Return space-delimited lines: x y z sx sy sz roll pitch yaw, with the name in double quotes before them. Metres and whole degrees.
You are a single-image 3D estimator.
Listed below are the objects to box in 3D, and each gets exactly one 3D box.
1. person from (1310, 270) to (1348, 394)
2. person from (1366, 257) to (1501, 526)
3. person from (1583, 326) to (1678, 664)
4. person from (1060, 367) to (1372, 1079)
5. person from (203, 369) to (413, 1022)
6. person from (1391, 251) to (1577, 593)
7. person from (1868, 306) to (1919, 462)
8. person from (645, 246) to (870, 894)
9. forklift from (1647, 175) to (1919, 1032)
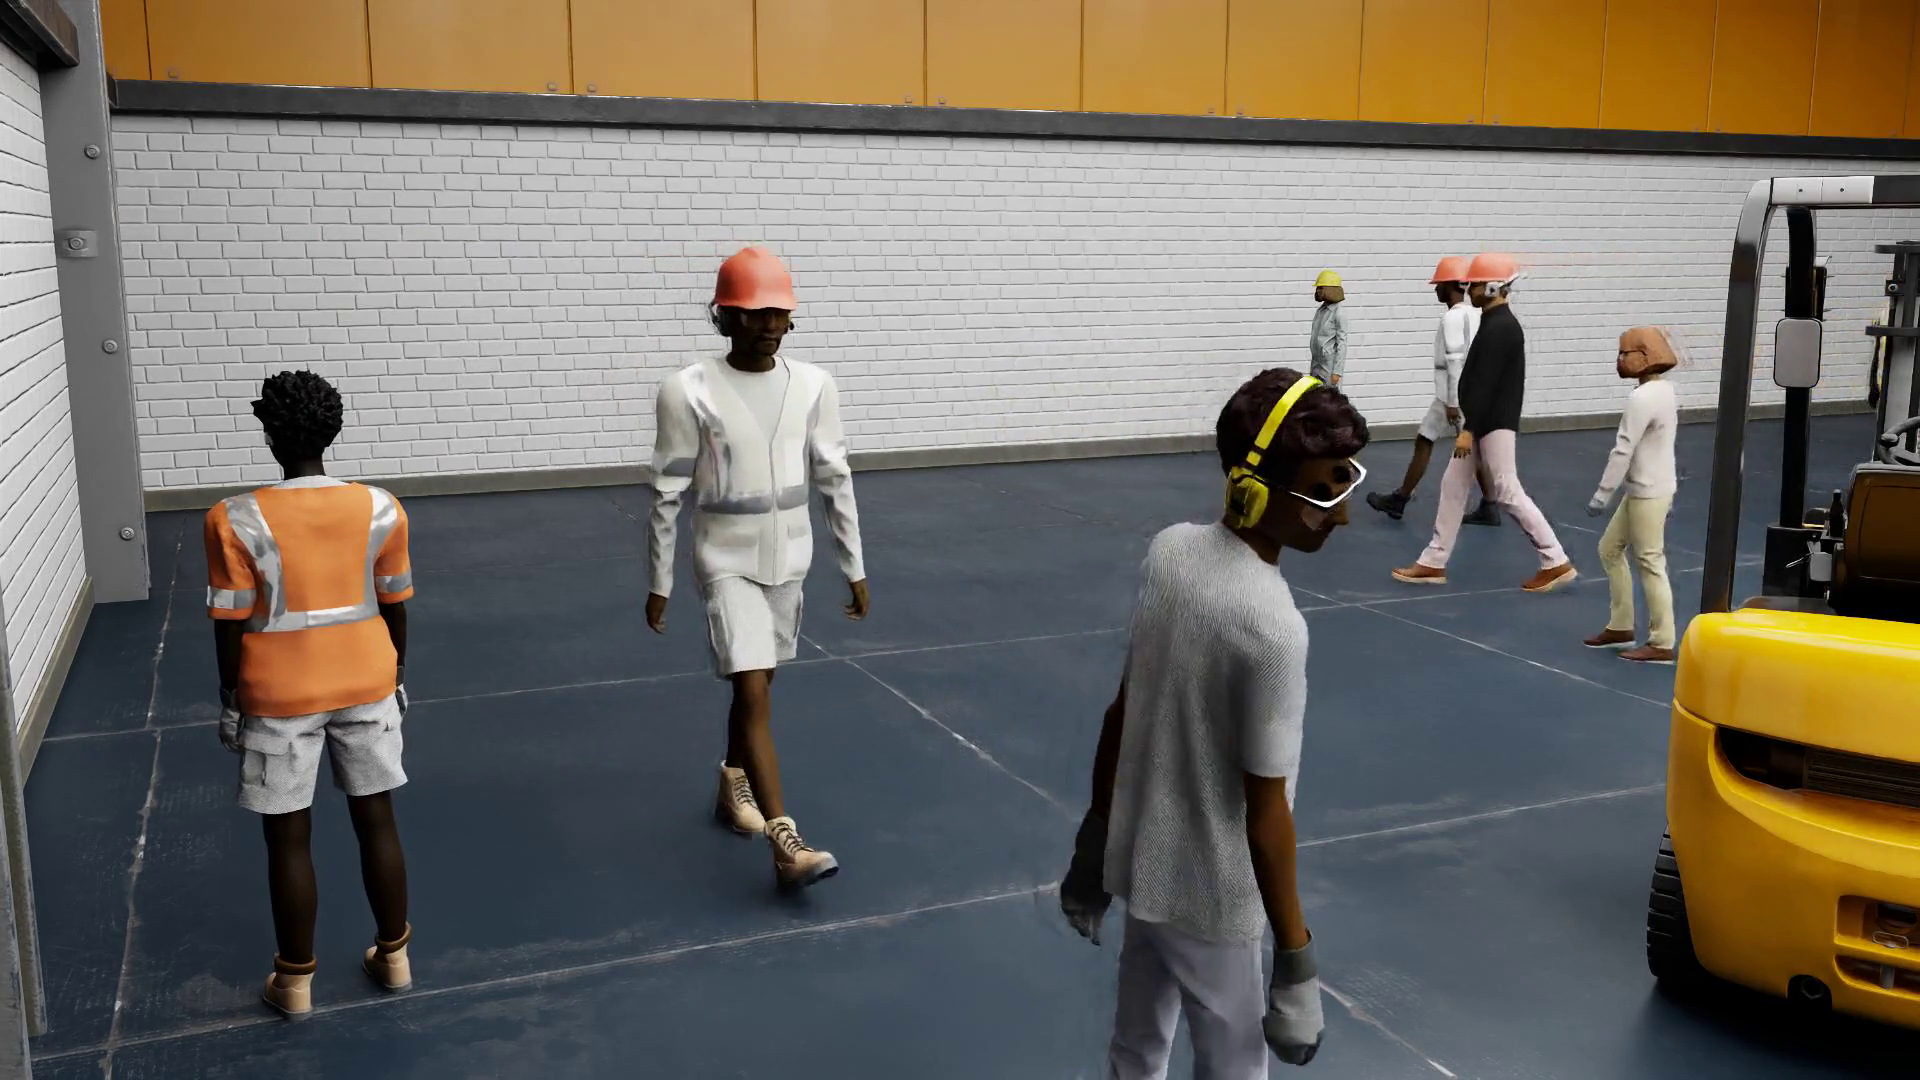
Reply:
"person" 3.249 -1.520 14.795 0.297 1.745 0.484 -3 11 -17
"person" 3.437 -1.050 11.820 0.983 1.882 0.573 7 13 35
"person" 3.201 -0.210 7.956 0.575 1.610 0.499 6 12 30
"person" 0.369 0.609 2.847 0.376 1.831 0.702 -4 11 -21
"person" -1.674 0.403 4.352 0.530 1.689 0.322 -9 14 -42
"person" 3.075 -0.672 9.542 0.996 1.958 0.605 2 10 11
"person" 6.977 -1.087 12.212 0.444 1.824 0.680 -3 11 -16
"person" -0.619 0.081 5.291 0.660 1.986 1.043 -7 12 -33
"forklift" 2.810 0.094 4.662 1.214 2.155 2.313 7 12 34
